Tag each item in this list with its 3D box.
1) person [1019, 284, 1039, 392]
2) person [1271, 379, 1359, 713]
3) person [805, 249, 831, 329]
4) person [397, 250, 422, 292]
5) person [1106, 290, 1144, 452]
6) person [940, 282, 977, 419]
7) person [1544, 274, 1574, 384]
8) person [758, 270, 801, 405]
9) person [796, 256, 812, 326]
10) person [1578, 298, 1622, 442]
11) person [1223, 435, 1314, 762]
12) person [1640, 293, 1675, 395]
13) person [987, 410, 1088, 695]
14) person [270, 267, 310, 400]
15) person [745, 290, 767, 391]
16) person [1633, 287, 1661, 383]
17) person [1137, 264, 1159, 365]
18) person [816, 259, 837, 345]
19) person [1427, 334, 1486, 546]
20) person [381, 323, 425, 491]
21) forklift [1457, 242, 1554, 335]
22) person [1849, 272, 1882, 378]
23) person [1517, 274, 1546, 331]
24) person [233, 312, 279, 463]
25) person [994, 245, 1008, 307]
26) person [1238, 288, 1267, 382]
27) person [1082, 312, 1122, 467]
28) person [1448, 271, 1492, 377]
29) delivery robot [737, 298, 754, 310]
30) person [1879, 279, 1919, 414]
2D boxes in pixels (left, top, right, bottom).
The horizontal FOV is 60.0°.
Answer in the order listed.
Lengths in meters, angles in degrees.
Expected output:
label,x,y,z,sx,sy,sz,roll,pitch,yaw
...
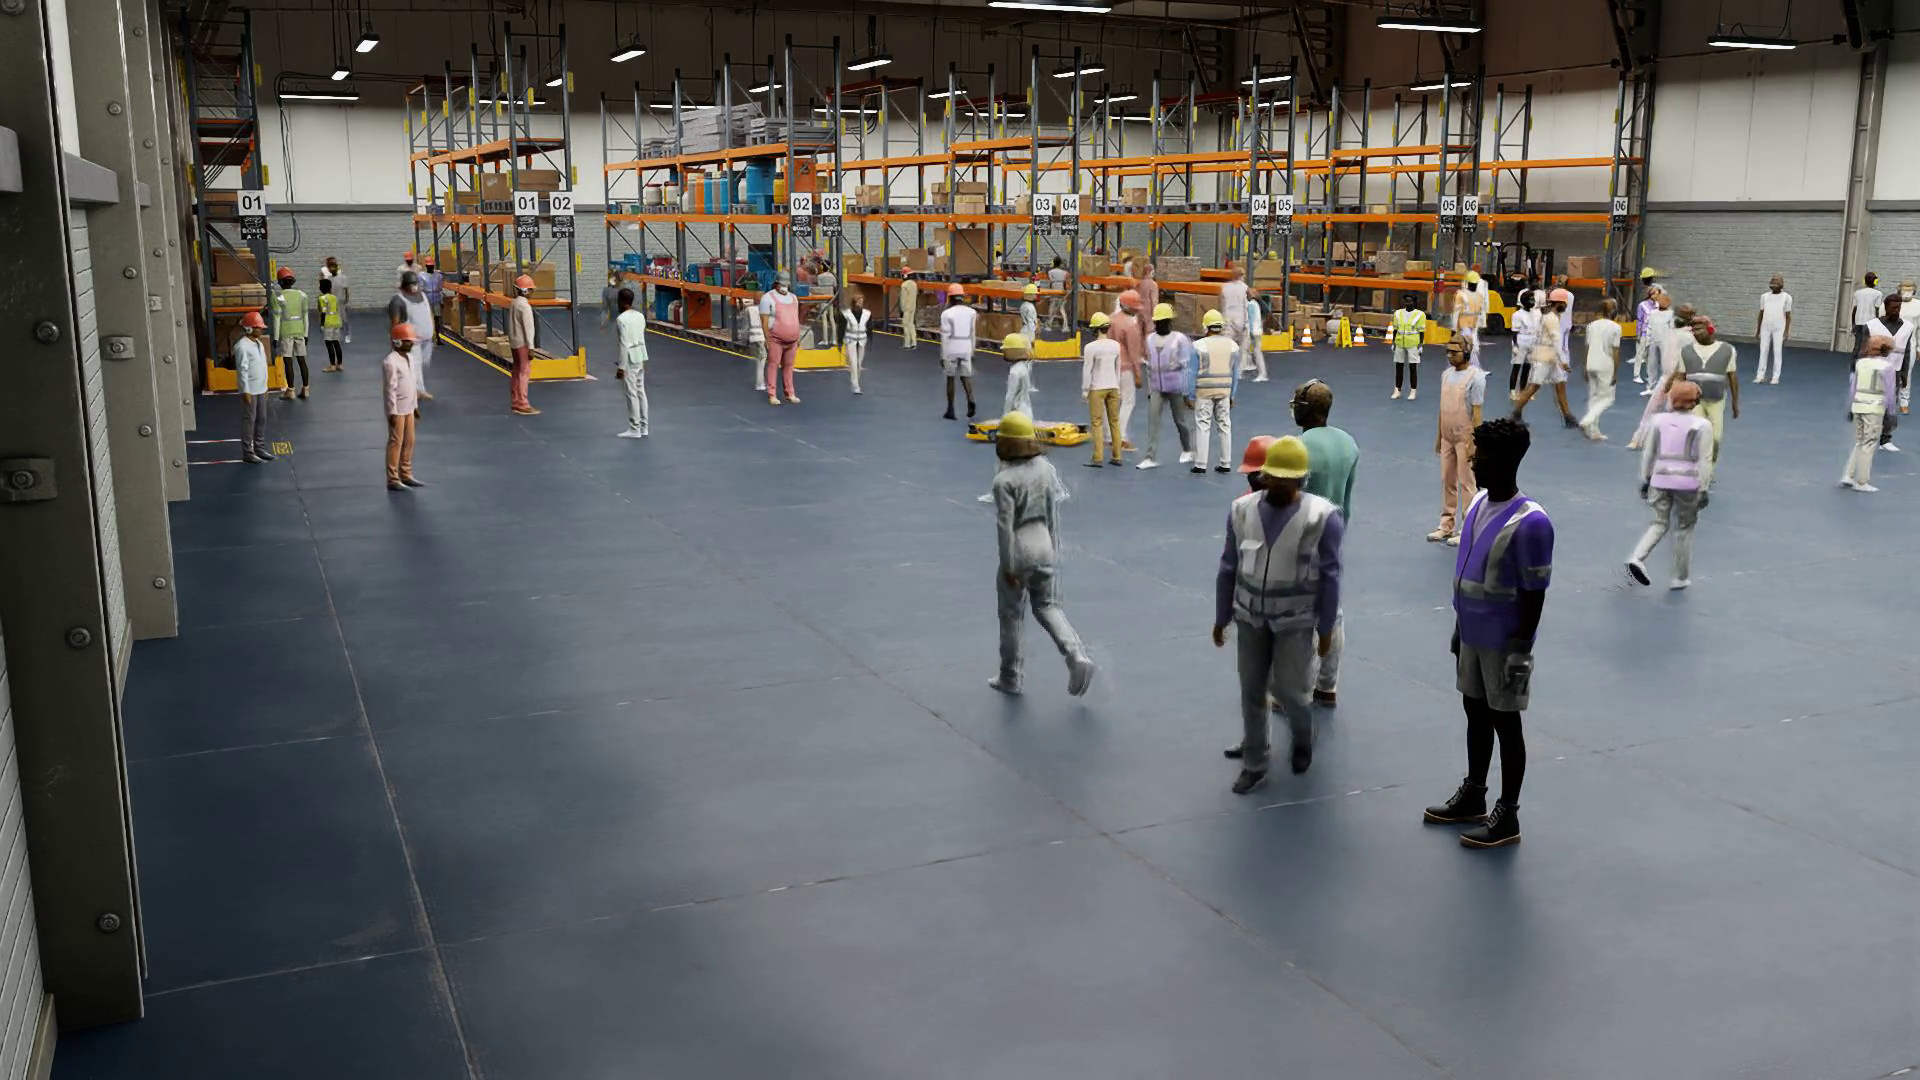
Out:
label,x,y,z,sx,sy,sz,roll,pitch,yaw
person,1.122,-3.270,26.929,0.317,1.737,0.487,-3,11,-13
person,2.006,0.048,9.548,0.627,1.941,0.371,-10,15,-41
person,-3.595,-6.237,41.380,1.021,2.002,0.629,9,14,39
person,-13.466,-6.113,40.802,0.659,1.965,0.628,-6,13,-28
person,1.934,-2.050,20.199,0.424,1.950,0.693,-7,13,-32
person,-0.022,-2.610,23.107,0.560,1.916,0.604,-5,12,-24
person,10.109,-3.541,28.023,0.506,1.847,0.343,-10,15,-41
person,-2.661,-3.067,25.119,0.674,2.000,0.535,-10,15,-42
person,-3.609,-5.635,38.553,0.395,1.898,0.649,1,11,4
person,7.993,-2.114,20.831,0.547,1.821,0.514,-6,13,-30
person,1.640,0.314,8.716,0.461,1.739,0.585,-4,12,-20
person,11.026,-3.074,26.193,0.284,1.633,0.498,-7,13,-30
person,0.442,0.098,9.827,0.492,1.721,0.675,-8,14,-36
person,-10.362,-3.187,25.719,0.370,2.044,0.608,8,14,35
person,-3.203,-3.258,27.169,0.538,1.614,0.685,6,13,28
person,11.708,-3.482,28.276,0.514,1.634,0.313,-3,12,-16
person,3.588,-4.298,31.744,0.400,1.900,0.647,-6,13,-28
person,-2.928,-5.200,36.396,0.535,1.868,0.309,-9,14,-38
person,4.336,-0.872,14.476,0.345,1.840,0.502,-5,12,-24
person,-5.790,-1.381,17.326,0.373,1.741,0.564,1,11,4
forklift,13.047,-6.049,39.881,2.313,2.155,1.214,-5,12,-23
person,15.737,-3.715,28.881,0.335,1.860,0.508,-7,13,-31
person,11.136,-4.325,32.402,0.555,1.679,0.454,0,11,2
person,-8.149,-1.763,19.252,0.351,1.743,0.570,1,11,4
person,1.183,-7.877,49.942,0.558,1.895,0.613,-1,11,-5
person,4.977,-3.521,28.559,0.720,1.593,0.567,7,13,31
person,1.611,-1.710,18.967,0.538,1.755,0.376,-7,13,-33
person,8.871,-3.722,28.886,0.581,1.857,0.998,-8,14,-34
delivery robot,-6.181,-6.786,47.569,0.477,0.478,0.707,7,13,30
person,13.506,-2.768,23.888,0.630,1.932,0.364,5,12,22
